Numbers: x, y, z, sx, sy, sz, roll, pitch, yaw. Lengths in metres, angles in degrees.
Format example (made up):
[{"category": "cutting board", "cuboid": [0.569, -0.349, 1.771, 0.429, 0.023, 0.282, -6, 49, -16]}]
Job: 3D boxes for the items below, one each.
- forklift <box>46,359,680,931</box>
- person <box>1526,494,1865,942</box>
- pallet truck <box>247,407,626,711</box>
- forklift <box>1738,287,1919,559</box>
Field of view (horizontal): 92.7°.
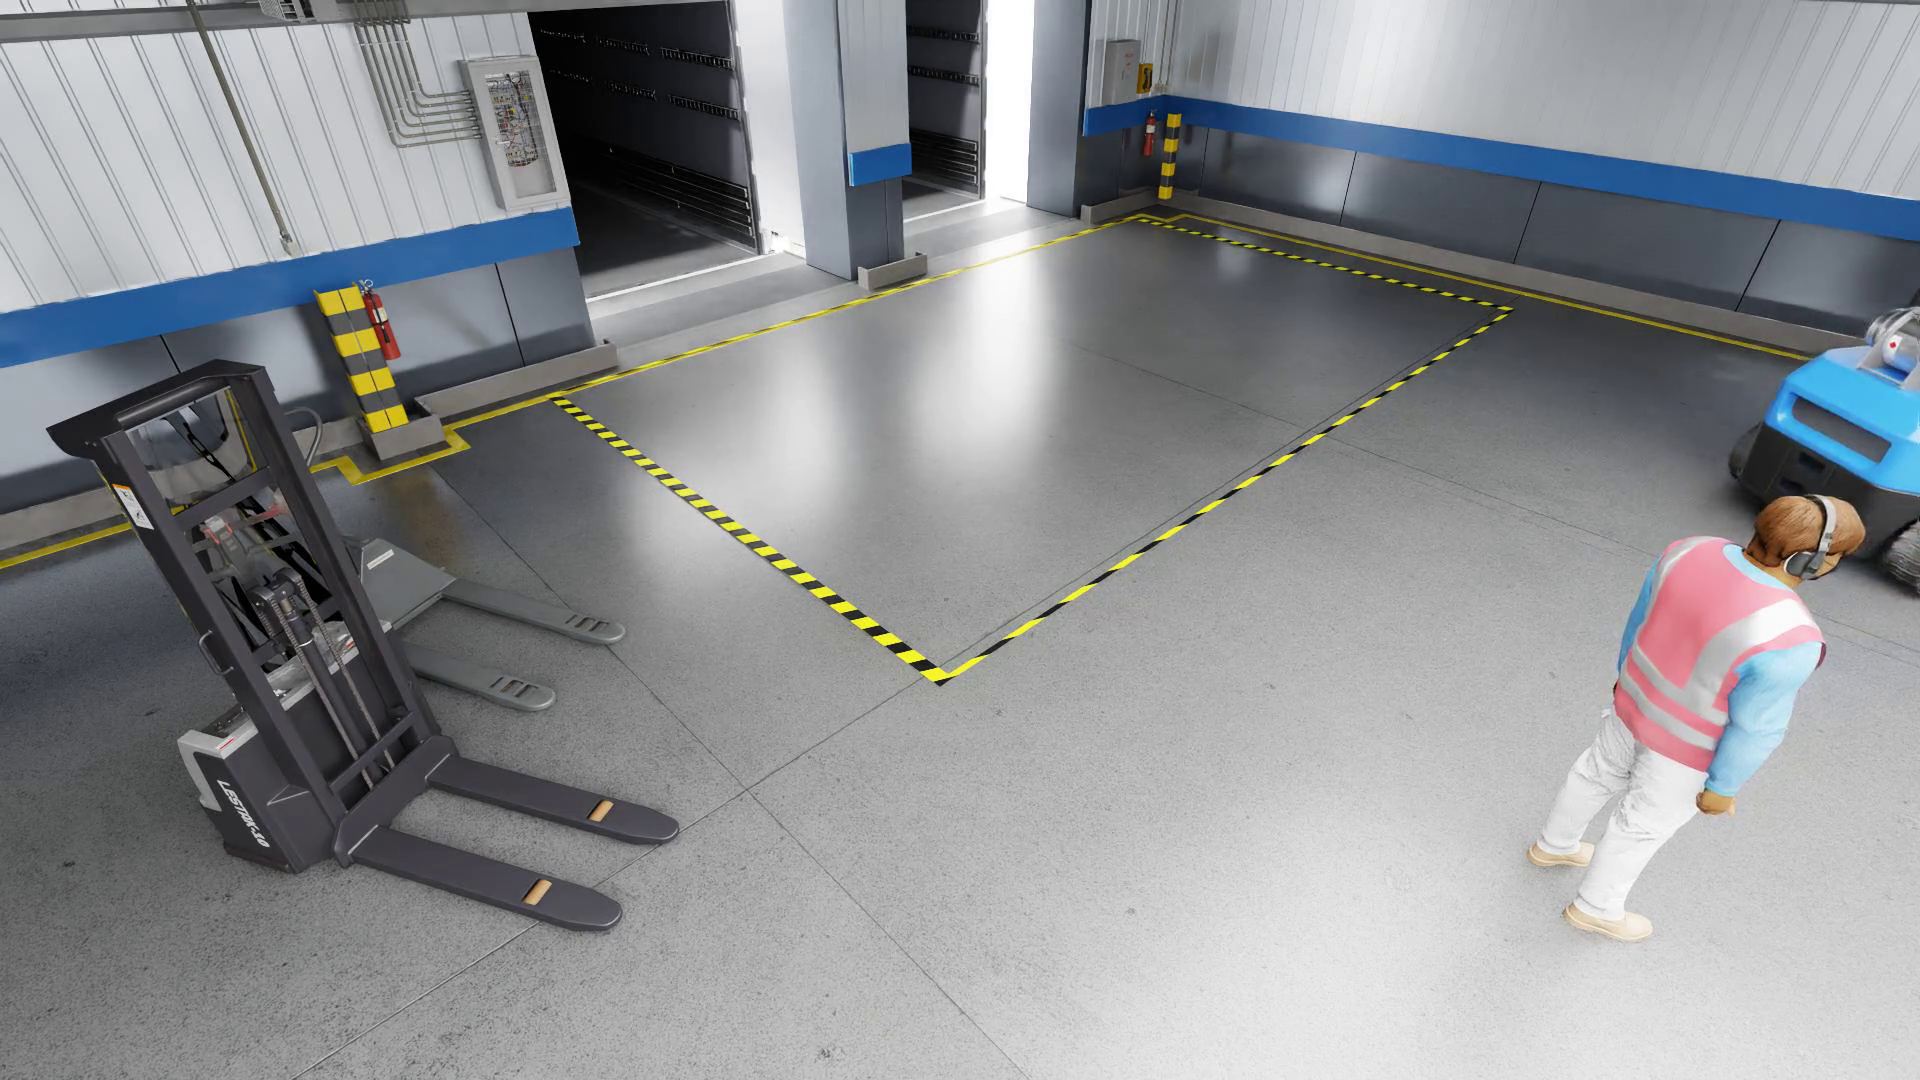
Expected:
[{"category": "forklift", "cuboid": [-2.135, 0.422, 3.354, 1.885, 1.965, 0.823, 10, 35, 14]}, {"category": "person", "cuboid": [2.492, 0.642, 3.170, 0.429, 1.838, 0.630, 2, 34, 3]}, {"category": "pallet truck", "cuboid": [-2.628, 0.038, 4.590, 1.601, 1.201, 0.680, 12, 36, 18]}, {"category": "forklift", "cuboid": [6.350, -1.032, 5.176, 2.680, 2.036, 1.157, -3, 34, -5]}]
